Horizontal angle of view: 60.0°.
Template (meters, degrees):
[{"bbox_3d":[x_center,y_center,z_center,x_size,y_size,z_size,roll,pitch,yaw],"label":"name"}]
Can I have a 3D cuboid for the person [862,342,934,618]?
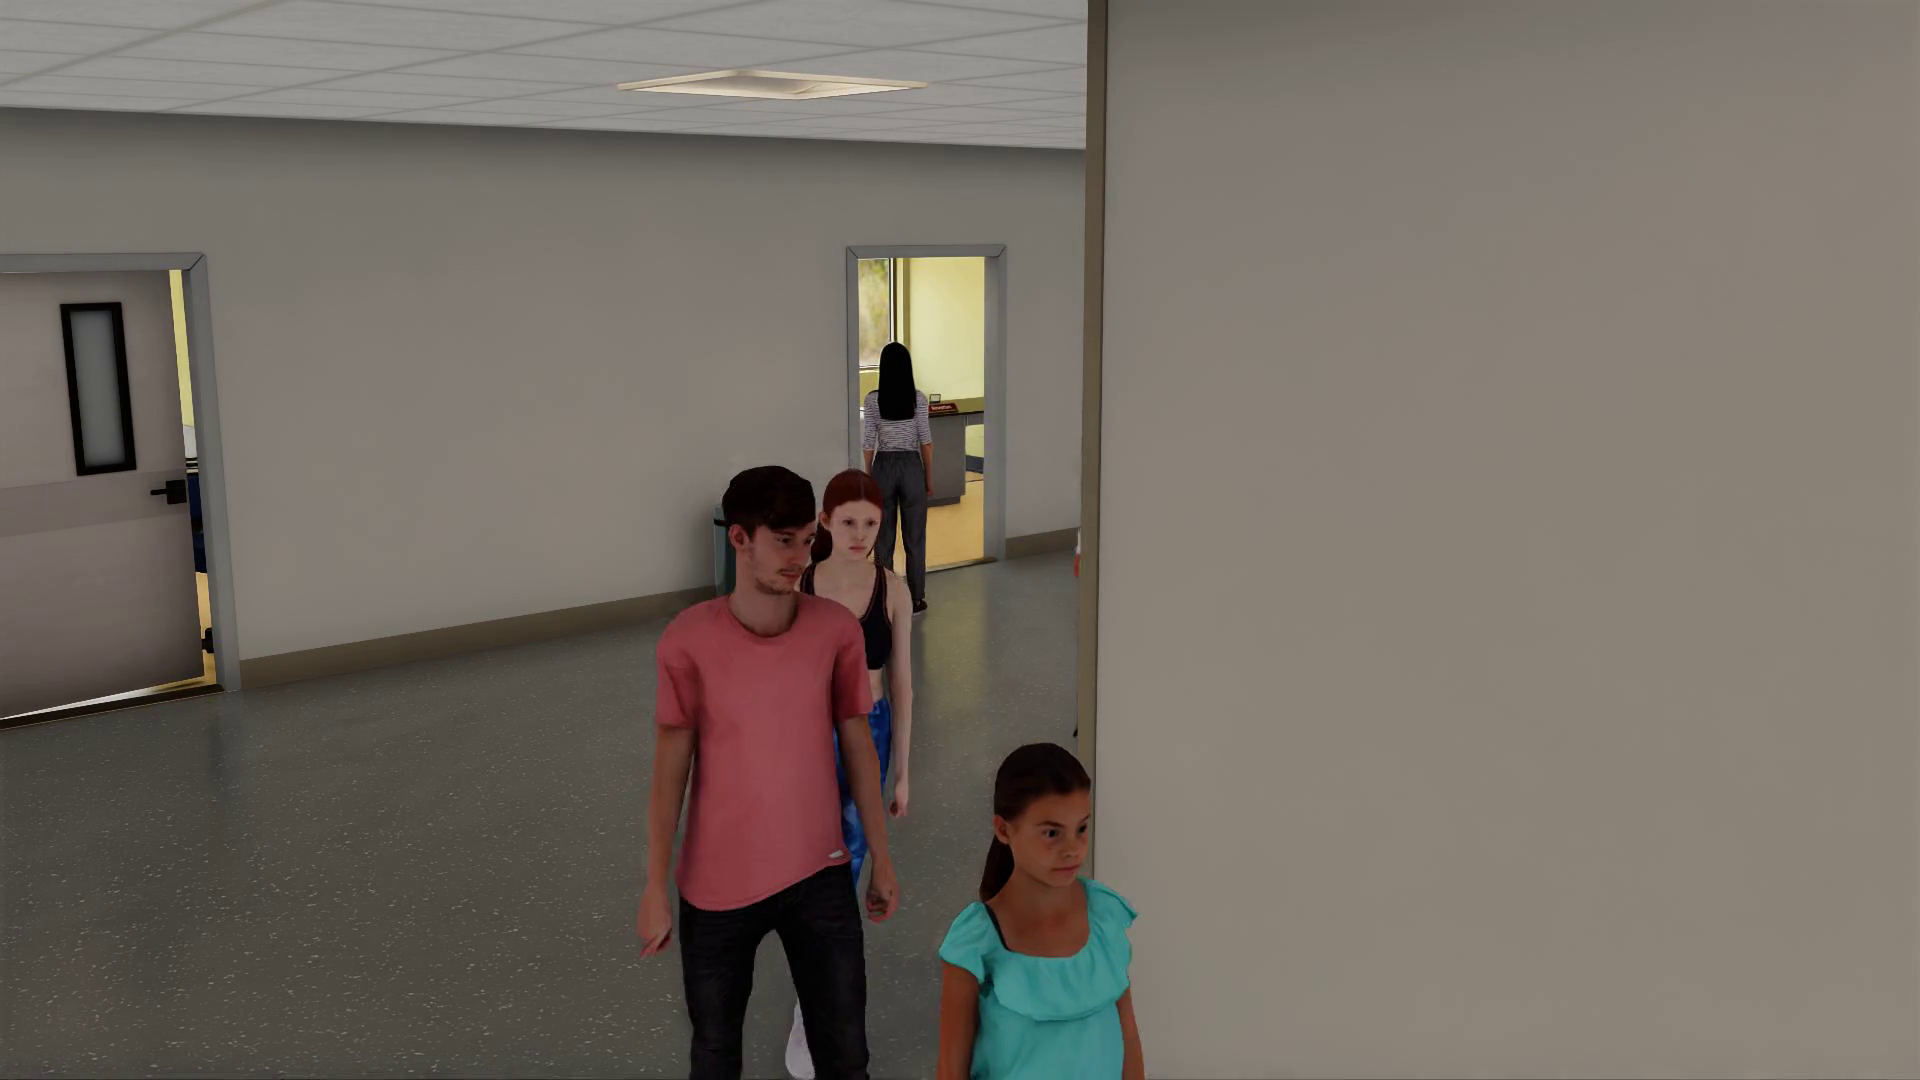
[{"bbox_3d":[-0.393,-0.369,10.467,0.656,1.711,0.731,0,11,1],"label":"person"}]

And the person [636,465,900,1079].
[{"bbox_3d":[-0.458,0.775,3.888,1.113,1.916,1.078,-2,11,-9],"label":"person"}]

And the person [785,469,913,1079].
[{"bbox_3d":[-0.364,0.668,4.859,0.708,1.764,0.780,-2,11,-10],"label":"person"}]

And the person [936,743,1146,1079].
[{"bbox_3d":[0.112,1.122,3.127,1.032,1.518,0.714,-6,12,-30],"label":"person"}]
